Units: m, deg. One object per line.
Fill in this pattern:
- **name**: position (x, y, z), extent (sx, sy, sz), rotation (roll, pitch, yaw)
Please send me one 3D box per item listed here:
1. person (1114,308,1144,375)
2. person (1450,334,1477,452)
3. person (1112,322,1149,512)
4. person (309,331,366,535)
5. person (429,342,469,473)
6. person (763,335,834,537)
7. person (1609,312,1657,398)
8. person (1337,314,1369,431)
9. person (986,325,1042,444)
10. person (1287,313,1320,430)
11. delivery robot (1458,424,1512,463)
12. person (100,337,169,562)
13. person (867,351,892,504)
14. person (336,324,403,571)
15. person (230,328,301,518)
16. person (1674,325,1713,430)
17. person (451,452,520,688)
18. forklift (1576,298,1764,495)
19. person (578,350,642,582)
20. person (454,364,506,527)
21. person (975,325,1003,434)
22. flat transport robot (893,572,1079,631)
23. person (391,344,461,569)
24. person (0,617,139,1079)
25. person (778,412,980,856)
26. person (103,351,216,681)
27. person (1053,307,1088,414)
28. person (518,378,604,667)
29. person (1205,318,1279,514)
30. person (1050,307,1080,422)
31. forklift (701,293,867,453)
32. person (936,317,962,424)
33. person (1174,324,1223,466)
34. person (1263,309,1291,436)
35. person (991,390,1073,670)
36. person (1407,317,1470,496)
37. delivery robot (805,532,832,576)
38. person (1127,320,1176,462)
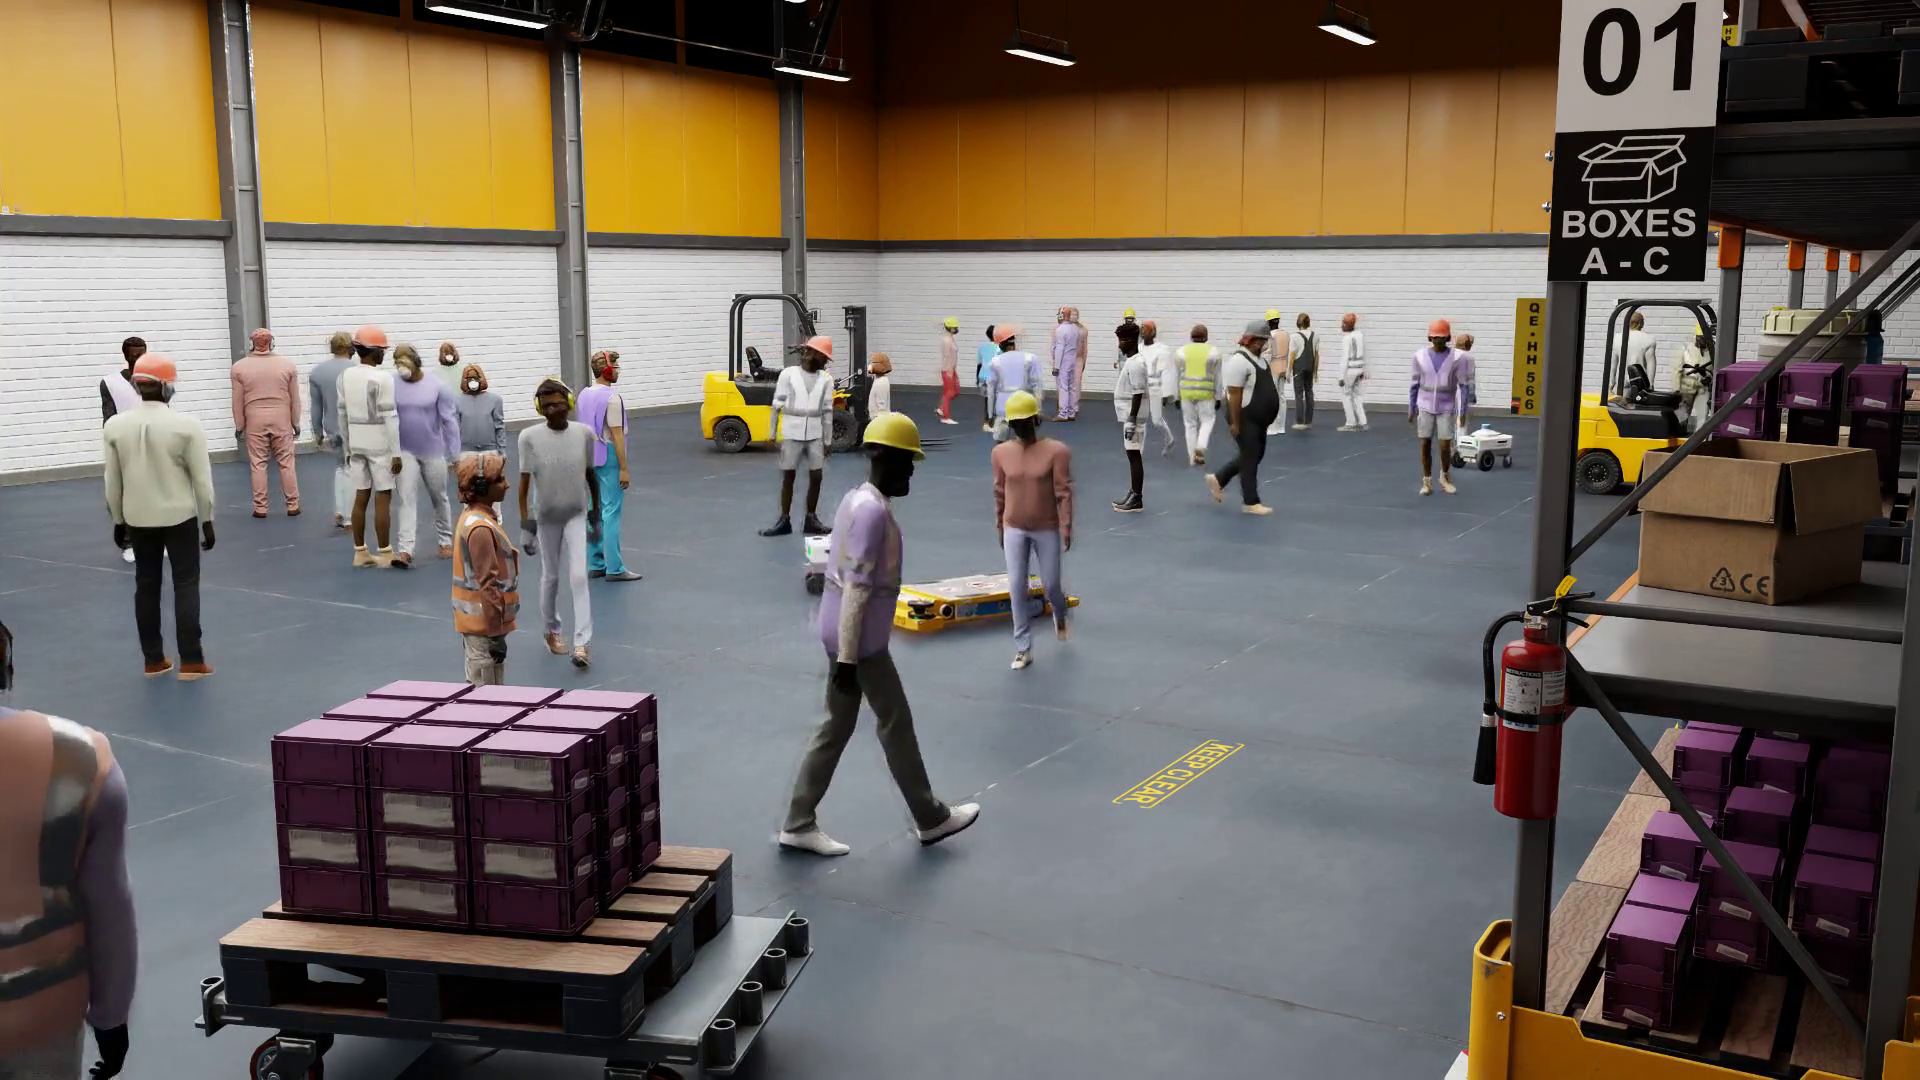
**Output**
- **person**: position (3.075, -3.296, 30.235), extent (0.587, 1.835, 0.404), rotation (-1, 9, -9)
- **person**: position (6.858, -1.999, 22.751), extent (0.310, 1.637, 0.520), rotation (-2, 9, -15)
- **person**: position (1.768, -1.267, 17.181), extent (0.372, 1.959, 0.603), rotation (1, 9, 4)
- **person**: position (-5.778, -1.016, 15.761), extent (0.632, 1.919, 0.622), rotation (2, 9, 11)
- **person**: position (-6.206, -1.608, 20.358), extent (0.540, 1.612, 0.551), rotation (-5, 10, -26)
- **person**: position (-1.518, -0.954, 15.496), extent (0.715, 1.892, 0.377), rotation (-4, 10, -21)
- **person**: position (9.220, -2.158, 22.831), extent (0.627, 1.934, 0.372), rotation (7, 11, 35)
- **person**: position (6.080, -2.581, 25.770), extent (0.388, 1.835, 0.686), rotation (7, 12, 38)
- **person**: position (0.628, -1.413, 18.311), extent (0.673, 1.899, 0.359), rotation (0, 9, -1)
- **person**: position (5.418, -2.662, 26.254), extent (0.512, 1.843, 0.349), rotation (-3, 10, -18)
- **delivery robot**: position (6.605, -1.212, 20.918), extent (0.707, 0.478, 0.477), rotation (-6, 11, -33)
- **person**: position (-7.047, -0.784, 14.292), extent (0.390, 1.920, 0.587), rotation (7, 12, 38)
- **person**: position (-0.862, -1.188, 17.697), extent (0.280, 1.636, 0.500), rotation (-1, 9, -4)
- **person**: position (-4.854, -0.766, 13.797), extent (0.614, 2.040, 0.390), rotation (5, 10, 28)
- **person**: position (-6.973, -1.172, 16.753), extent (0.641, 1.910, 0.401), rotation (-4, 10, -23)
- **person**: position (10.153, -2.102, 22.960), extent (0.602, 1.793, 0.940), rotation (2, 9, 14)
- **person**: position (-2.180, 0.415, 7.677), extent (0.308, 1.641, 0.514), rotation (-4, 10, -21)
- **forklift**: position (7.954, -1.589, 18.462), extent (2.313, 2.155, 1.214), rotation (5, 11, 30)
- **person**: position (-2.841, -0.587, 13.284), extent (0.390, 1.847, 0.562), rotation (-8, 12, -42)
- **person**: position (-4.464, -0.815, 15.408), extent (0.503, 1.626, 0.282), rotation (-3, 10, -18)
- **person**: position (0.455, -2.480, 25.672), extent (0.550, 1.667, 0.620), rotation (6, 11, 33)
- **flat transport robot**: position (0.101, 0.421, 11.900), extent (1.431, 0.197, 0.652), rotation (-7, 11, -36)
- **person**: position (-4.544, -0.707, 13.969), extent (0.702, 1.866, 1.031), rotation (-1, 9, -4)
- **person**: position (-2.034, 1.002, 3.440), extent (0.635, 1.827, 0.703), rotation (-7, 11, -36)
- **person**: position (-0.352, 0.404, 7.032), extent (0.934, 1.865, 0.606), rotation (-2, 9, -10)
- **person**: position (-4.821, -0.144, 10.081), extent (0.620, 1.996, 0.396), rotation (0, 9, -1)
- **person**: position (1.945, -3.191, 29.472), extent (0.641, 1.883, 0.826), rotation (-1, 9, -4)
- **person**: position (-2.480, -0.108, 10.418), extent (0.565, 1.803, 0.994), rotation (-4, 10, -21)
- **person**: position (2.904, -1.298, 17.121), extent (0.763, 2.000, 0.701), rotation (5, 10, 28)
- **person**: position (1.714, -2.908, 27.585), extent (0.407, 1.910, 0.638), rotation (6, 11, 31)
- **forklift**: position (-2.458, -2.344, 23.176), extent (2.313, 2.155, 1.214), rotation (0, 9, -2)
- **person**: position (-0.151, -2.754, 27.103), extent (0.367, 1.758, 0.525), rotation (2, 9, 11)
- **person**: position (3.009, -1.822, 21.077), extent (0.628, 1.826, 0.566), rotation (3, 10, 18)
- **person**: position (4.763, -2.542, 25.273), extent (0.584, 1.918, 0.381), rotation (-9, 13, -43)
- **person**: position (0.469, -0.088, 10.503), extent (0.536, 1.737, 0.653), rotation (3, 9, 15)
- **person**: position (5.280, -1.464, 18.337), extent (0.658, 1.996, 0.728), rotation (4, 10, 26)
- **delivery robot**: position (-0.841, 0.087, 12.807), extent (0.707, 0.478, 0.477), rotation (-1, 9, -7)
- **person**: position (2.521, -1.953, 21.800), extent (0.587, 1.859, 0.828), rotation (7, 12, 38)
